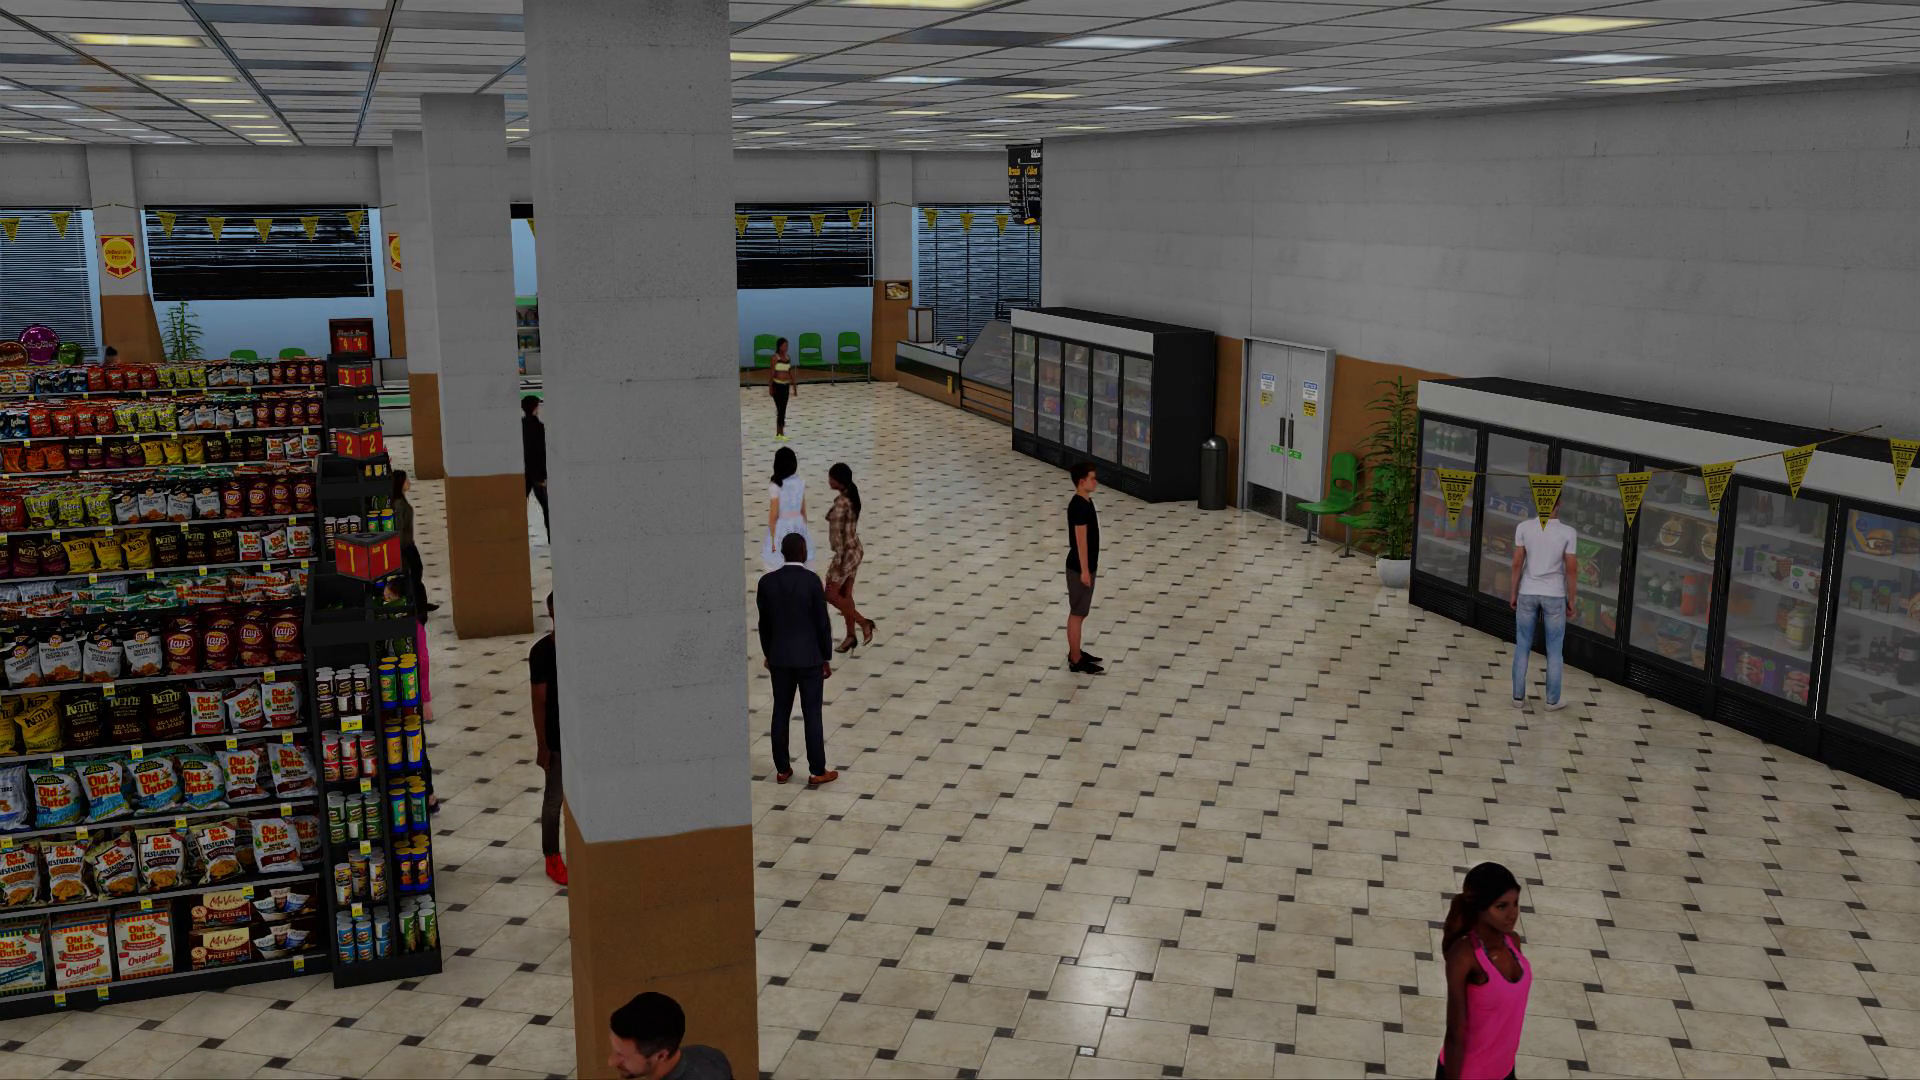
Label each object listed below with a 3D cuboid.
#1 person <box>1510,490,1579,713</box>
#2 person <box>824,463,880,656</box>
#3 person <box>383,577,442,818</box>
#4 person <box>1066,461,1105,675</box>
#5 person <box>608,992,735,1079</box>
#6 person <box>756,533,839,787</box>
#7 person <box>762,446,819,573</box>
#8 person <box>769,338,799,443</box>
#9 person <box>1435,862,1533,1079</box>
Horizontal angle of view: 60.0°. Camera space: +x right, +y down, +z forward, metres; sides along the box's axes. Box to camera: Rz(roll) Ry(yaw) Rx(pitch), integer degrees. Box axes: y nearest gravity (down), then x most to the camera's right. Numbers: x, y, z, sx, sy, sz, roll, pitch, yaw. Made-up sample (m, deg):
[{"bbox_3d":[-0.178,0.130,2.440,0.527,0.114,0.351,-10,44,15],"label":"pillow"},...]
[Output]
[{"bbox_3d":[4.730,0.462,13.514,0.729,1.851,0.771,6,13,28],"label":"person"},{"bbox_3d":[-0.949,0.195,14.968,0.859,1.775,0.790,4,13,18],"label":"person"},{"bbox_3d":[-3.584,1.092,11.052,0.783,1.635,0.878,11,16,43],"label":"person"},{"bbox_3d":[1.066,0.222,14.633,0.747,1.862,0.769,1,12,5],"label":"person"},{"bbox_3d":[-0.741,2.234,5.160,0.836,1.827,0.833,3,12,15],"label":"person"},{"bbox_3d":[-1.154,0.841,11.781,0.764,1.826,0.852,4,12,18],"label":"person"},{"bbox_3d":[-1.546,0.046,15.636,1.056,1.793,0.886,-9,15,-35],"label":"person"},{"bbox_3d":[-3.062,-2.528,27.984,0.811,1.741,0.814,-10,16,-40],"label":"person"},{"bbox_3d":[1.968,2.036,6.352,0.557,1.722,0.680,-8,14,-33],"label":"person"}]
